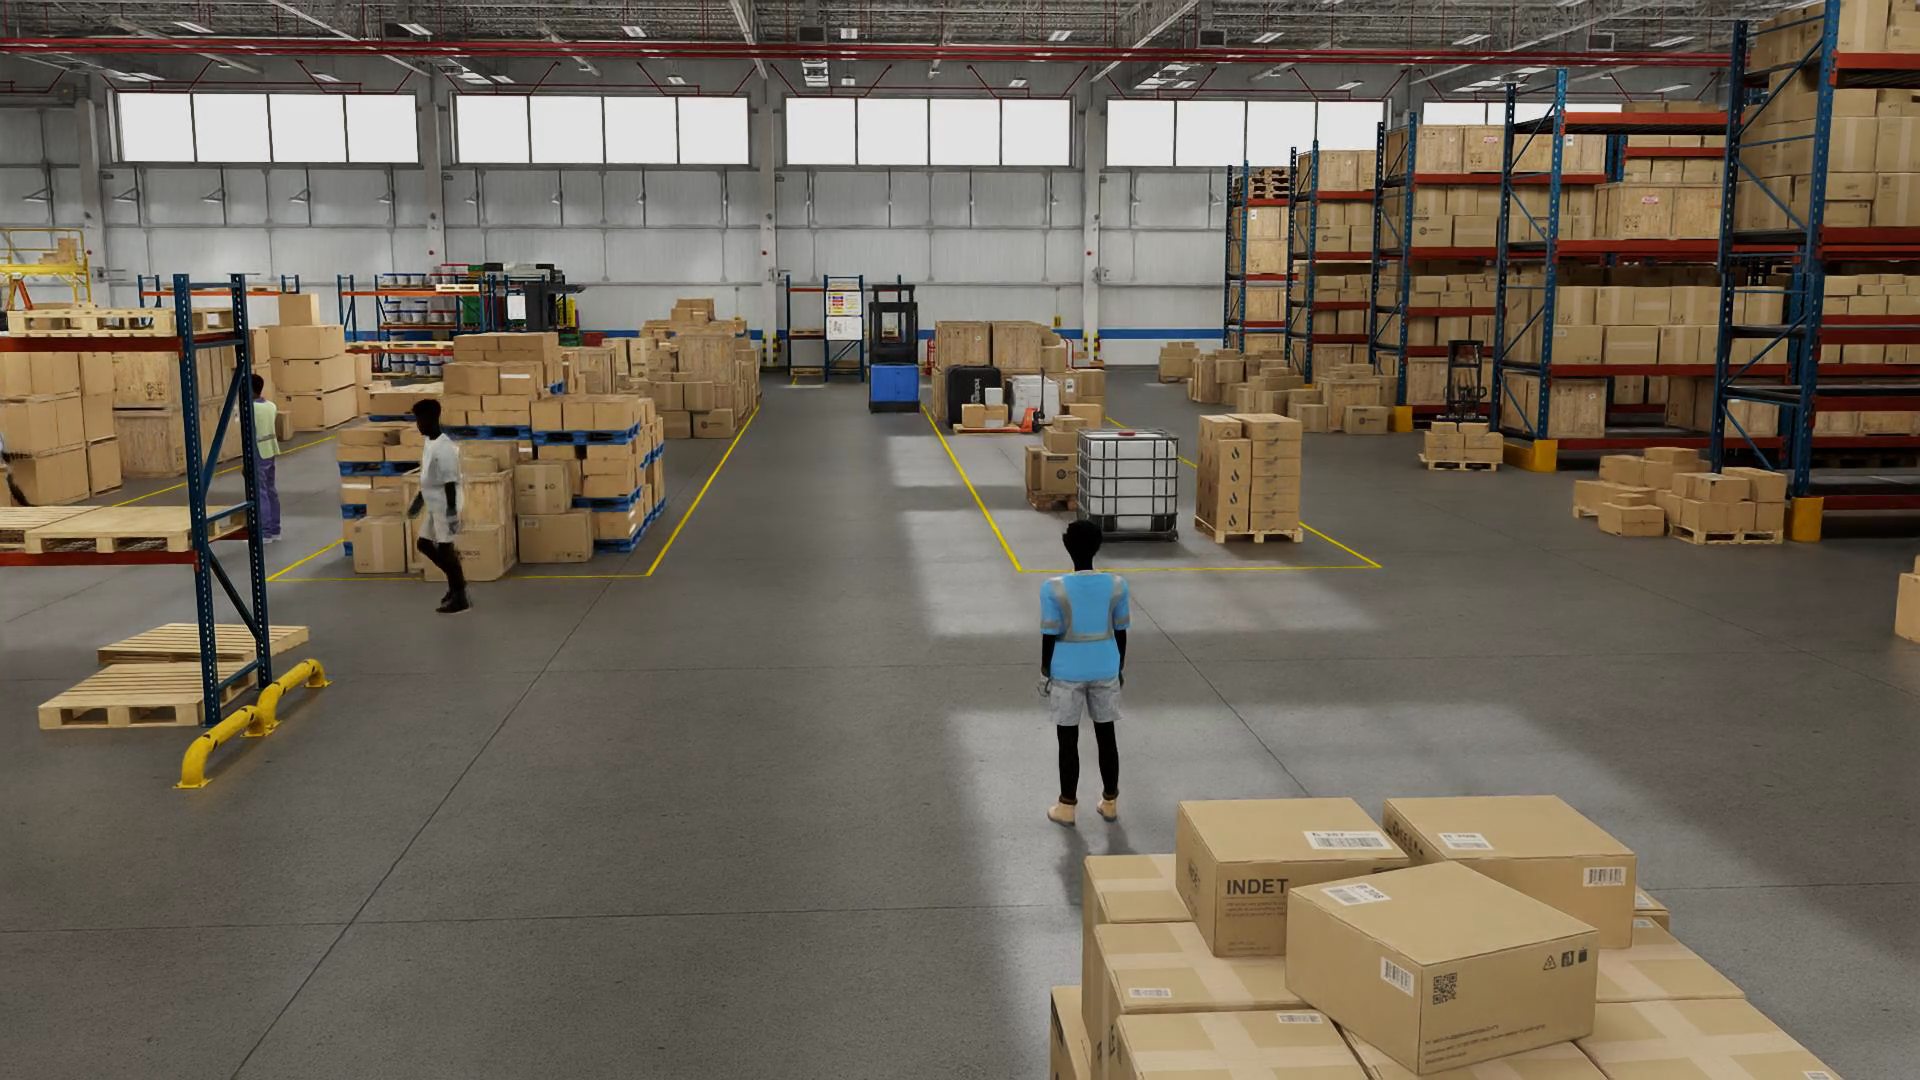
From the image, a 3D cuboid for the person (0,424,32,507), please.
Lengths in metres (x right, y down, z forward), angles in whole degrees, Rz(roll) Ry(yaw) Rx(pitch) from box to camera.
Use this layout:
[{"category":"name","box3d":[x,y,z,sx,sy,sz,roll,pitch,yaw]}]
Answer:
[{"category":"person","box3d":[-11.772,-1.086,20.150,1.125,1.856,0.530,-1,9,-4]}]

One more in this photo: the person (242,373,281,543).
[{"category":"person","box3d":[-7.912,-0.919,18.807,0.391,1.922,0.593,1,9,4]}]

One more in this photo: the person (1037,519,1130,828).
[{"category":"person","box3d":[0.677,0.731,9.146,0.539,1.694,0.318,-3,10,-18]}]

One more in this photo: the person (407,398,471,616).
[{"category":"person","box3d":[-4.646,-0.303,14.874,0.437,1.937,0.629,-5,10,-29]}]

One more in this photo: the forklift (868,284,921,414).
[{"category":"forklift","box3d":[-1.447,-4.211,36.469,1.129,2.768,1.873,-1,9,-4]}]

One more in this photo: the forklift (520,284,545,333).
[{"category":"forklift","box3d":[-9.320,-4.225,36.561,1.873,2.768,1.129,-1,9,-4]}]

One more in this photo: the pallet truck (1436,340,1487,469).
[{"category":"pallet truck","box3d":[8.004,-2.170,26.422,0.823,1.965,1.885,2,9,14]}]
